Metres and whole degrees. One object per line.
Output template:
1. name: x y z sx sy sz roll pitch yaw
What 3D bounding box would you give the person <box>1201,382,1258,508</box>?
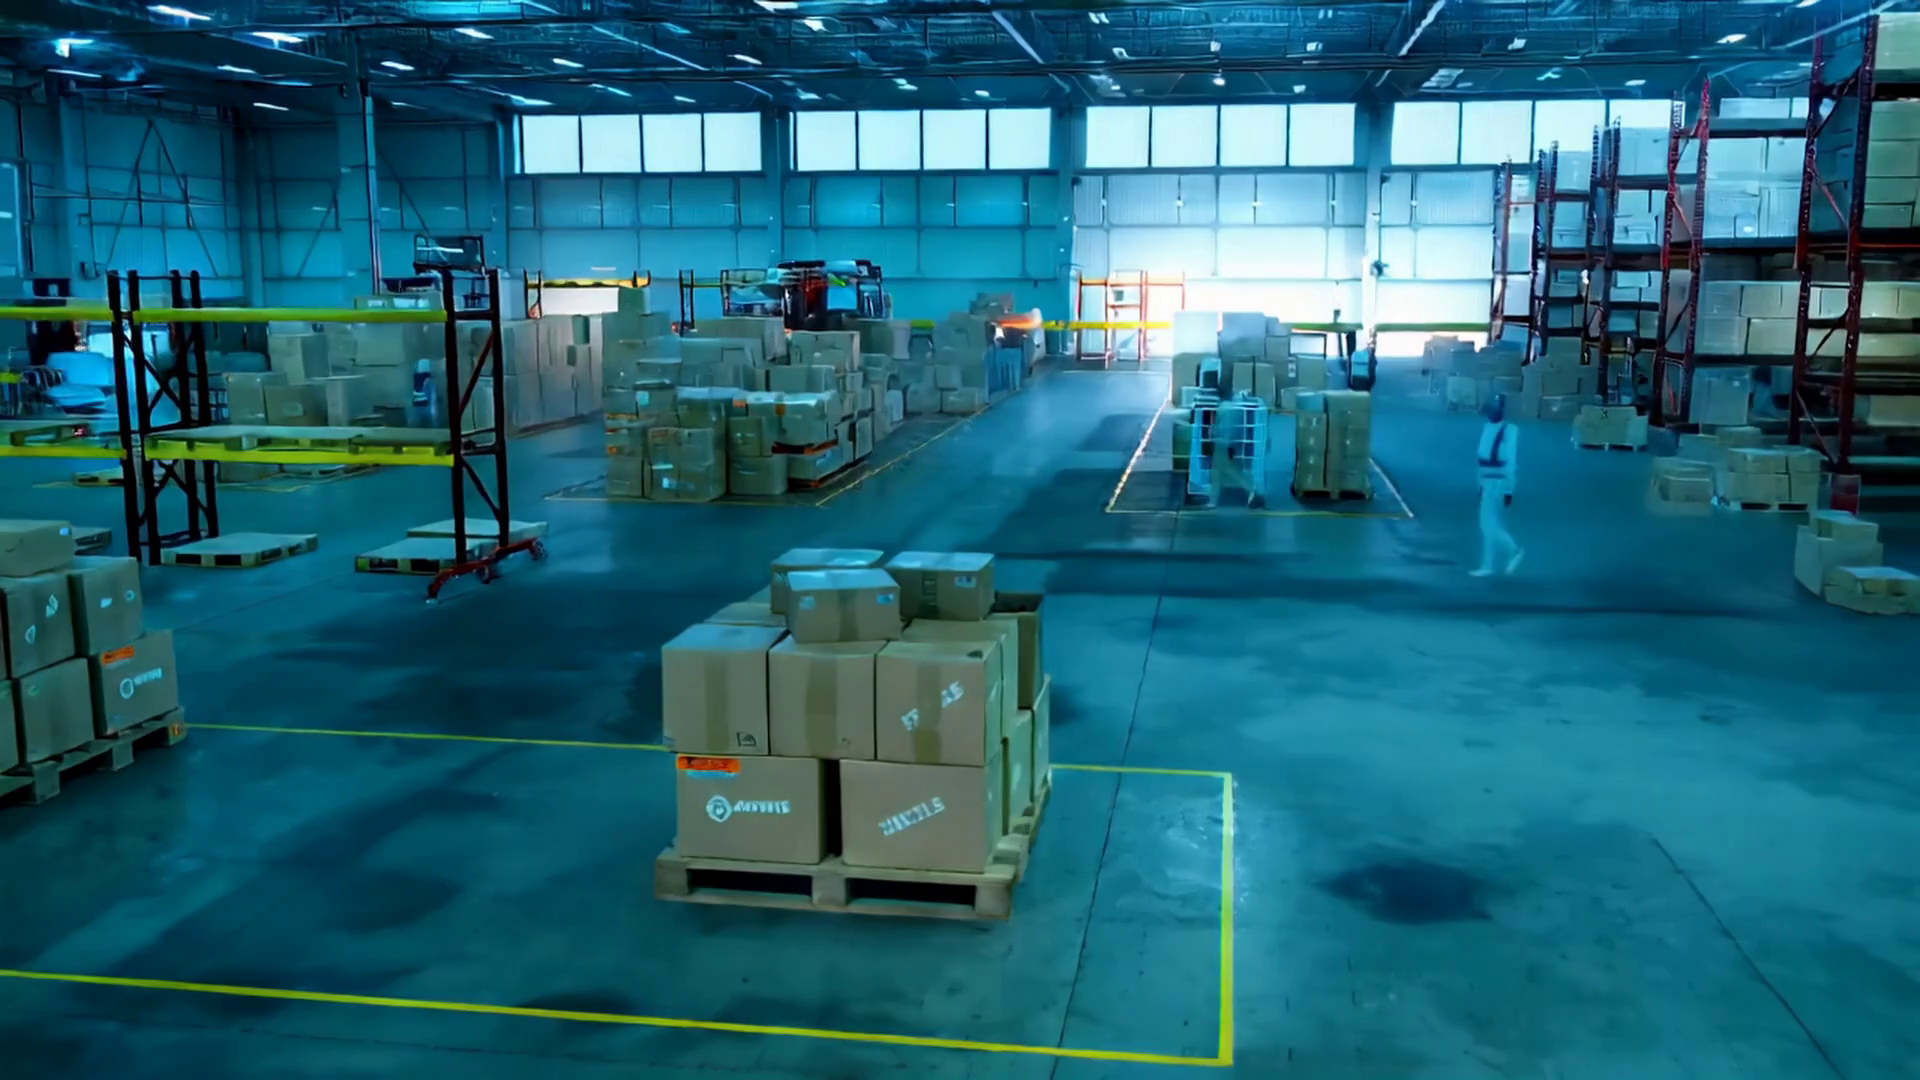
1. person: 3.443 -1.202 21.208 0.644 1.622 0.521 -1 9 -9

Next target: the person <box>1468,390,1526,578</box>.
1. person: 5.261 -0.533 16.305 0.453 1.870 0.605 -1 9 -9

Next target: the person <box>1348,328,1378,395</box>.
1. person: 7.871 -3.180 32.525 0.385 1.910 0.592 -9 13 -44

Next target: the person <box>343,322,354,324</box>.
1. person: -14.540 -4.336 39.598 0.553 1.917 0.407 7 11 36

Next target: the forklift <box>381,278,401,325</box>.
1. forklift: -14.947 -5.514 43.920 1.873 2.768 1.129 -3 10 -19

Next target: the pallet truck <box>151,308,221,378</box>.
1. pallet truck: -21.869 -5.598 47.154 0.823 1.965 1.885 4 10 26

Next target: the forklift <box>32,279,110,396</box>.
1. forklift: -21.349 -4.766 39.306 1.873 2.768 1.129 1 9 9

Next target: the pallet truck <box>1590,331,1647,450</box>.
1. pallet truck: 11.253 -2.573 28.499 0.823 1.965 1.885 5 10 27

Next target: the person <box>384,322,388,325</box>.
1. person: -17.977 -6.262 51.542 0.652 1.902 0.842 7 12 37

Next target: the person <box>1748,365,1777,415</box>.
1. person: 15.223 -2.995 31.721 0.959 1.789 0.657 2 9 11

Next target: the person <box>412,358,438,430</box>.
1. person: -8.813 -2.173 27.195 0.528 1.613 0.624 5 11 29

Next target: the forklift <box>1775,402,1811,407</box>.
1. forklift: 17.808 -4.364 36.831 1.873 2.768 1.129 1 9 9
